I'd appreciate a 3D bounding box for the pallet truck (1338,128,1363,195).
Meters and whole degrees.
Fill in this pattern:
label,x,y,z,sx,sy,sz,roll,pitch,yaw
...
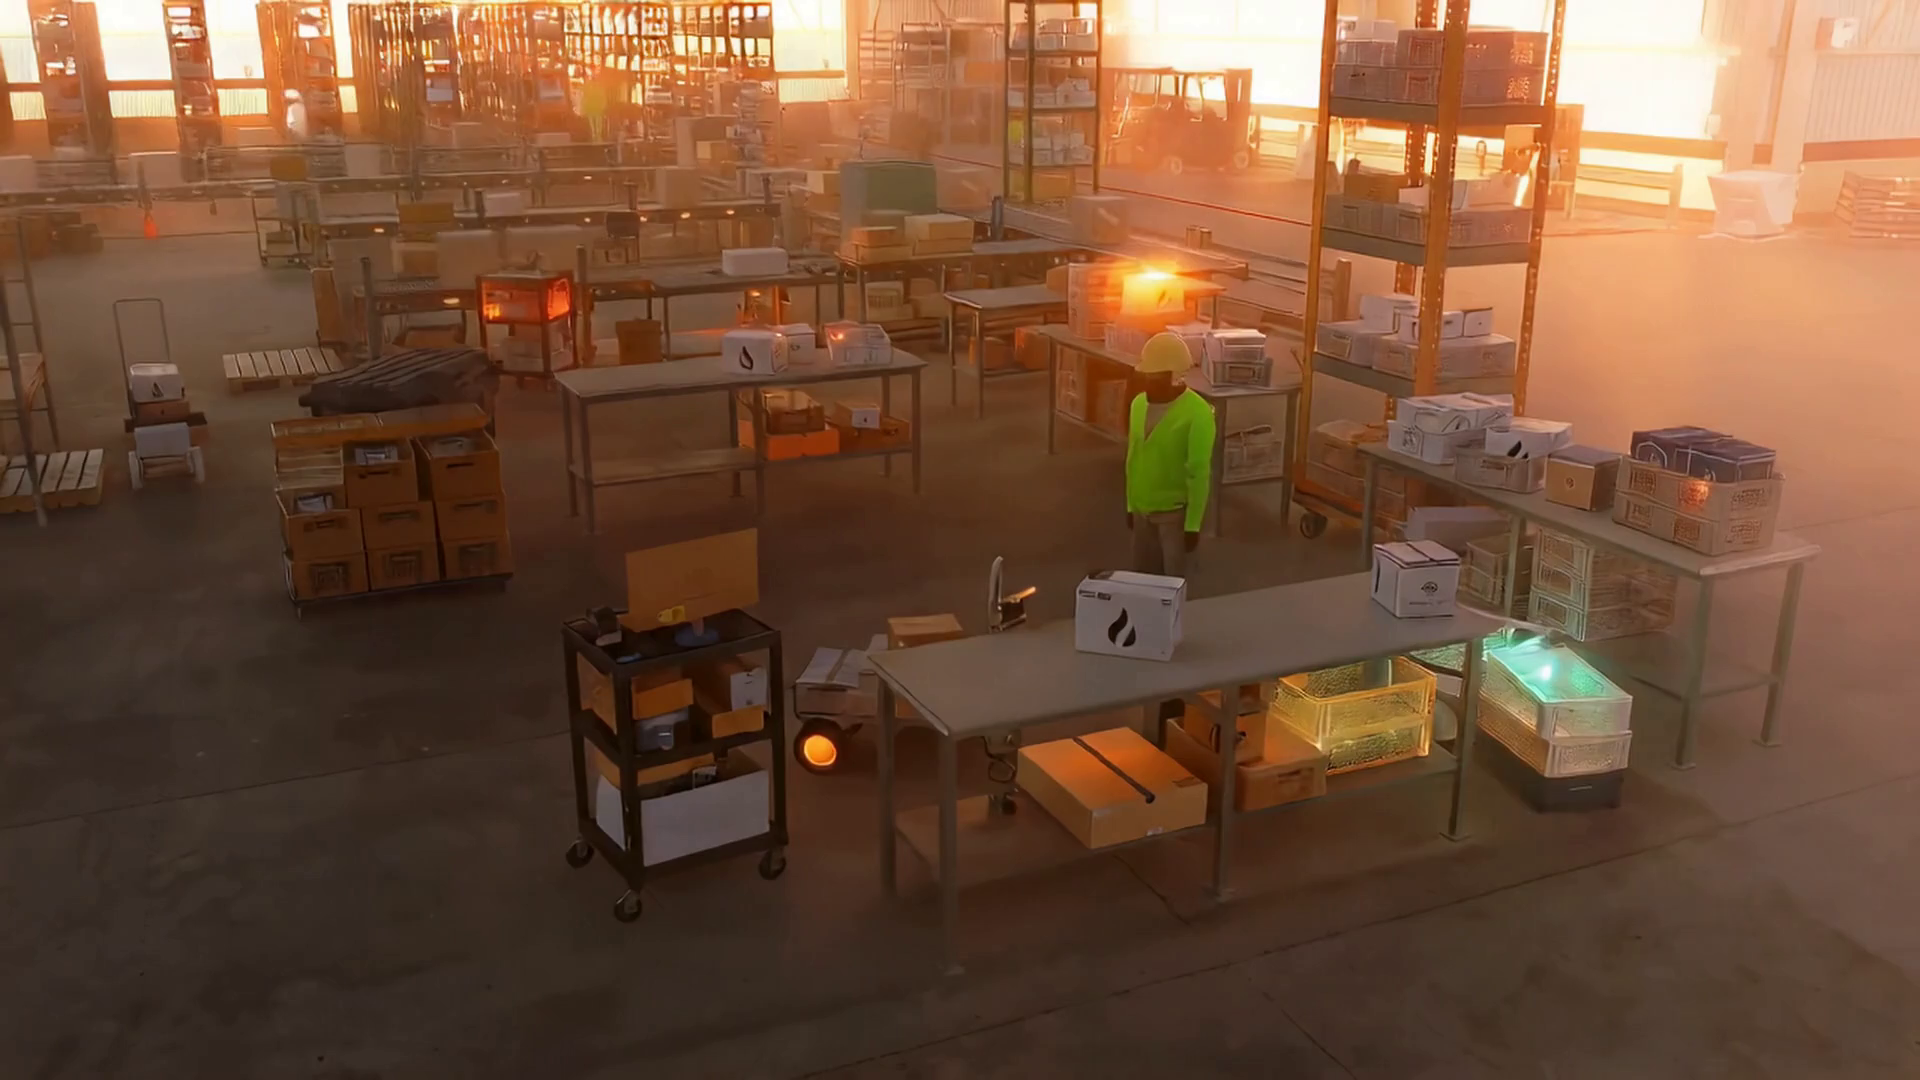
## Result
label,x,y,z,sx,sy,sz,roll,pitch,yaw
pallet truck,7.845,-7.140,31.411,1.522,1.261,0.704,-9,20,-25

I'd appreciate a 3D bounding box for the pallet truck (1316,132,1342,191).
label,x,y,z,sx,sy,sz,roll,pitch,yaw
pallet truck,7.723,-7.504,32.656,1.601,1.201,0.680,-8,19,-23

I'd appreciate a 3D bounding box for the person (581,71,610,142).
label,x,y,z,sx,sy,sz,roll,pitch,yaw
person,-9.178,-10.775,41.808,0.618,1.945,1.023,-9,20,-27

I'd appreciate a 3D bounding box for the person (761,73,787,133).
label,x,y,z,sx,sy,sz,roll,pitch,yaw
person,-5.530,-12.614,47.831,0.961,1.791,0.583,-3,18,-8

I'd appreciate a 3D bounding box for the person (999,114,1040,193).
label,x,y,z,sx,sy,sz,roll,pitch,yaw
person,0.921,-6.144,27.116,0.639,1.995,1.003,-11,20,-30

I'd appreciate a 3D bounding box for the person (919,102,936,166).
label,x,y,z,sx,sy,sz,roll,pitch,yaw
person,-0.713,-7.469,31.721,0.842,1.729,0.537,13,22,36

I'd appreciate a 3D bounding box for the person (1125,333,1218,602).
label,x,y,z,sx,sy,sz,roll,pitch,yaw
person,1.046,-0.167,8.587,0.405,1.824,0.586,-12,21,-32

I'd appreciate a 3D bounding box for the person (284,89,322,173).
label,x,y,z,sx,sy,sz,roll,pitch,yaw
person,-14.225,-8.754,35.697,0.925,1.783,0.614,-14,22,-37

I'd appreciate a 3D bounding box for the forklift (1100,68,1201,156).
label,x,y,z,sx,sy,sz,roll,pitch,yaw
forklift,4.082,-9.564,37.410,2.680,1.987,1.157,-8,19,-23

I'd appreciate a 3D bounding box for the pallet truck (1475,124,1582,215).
label,x,y,z,sx,sy,sz,roll,pitch,yaw
pallet truck,9.707,-6.455,28.103,1.885,1.965,0.823,-7,19,-20

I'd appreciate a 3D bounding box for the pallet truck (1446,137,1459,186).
label,x,y,z,sx,sy,sz,roll,pitch,yaw
pallet truck,9.184,-6.485,29.328,1.630,1.274,0.653,-8,19,-23

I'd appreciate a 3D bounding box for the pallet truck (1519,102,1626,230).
label,x,y,z,sx,sy,sz,roll,pitch,yaw
pallet truck,9.972,-6.037,26.785,1.885,1.965,0.823,-9,20,-25

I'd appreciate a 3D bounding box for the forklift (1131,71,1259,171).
label,x,y,z,sx,sy,sz,roll,pitch,yaw
forklift,4.998,-8.936,35.413,2.680,1.987,1.157,-9,20,-25
